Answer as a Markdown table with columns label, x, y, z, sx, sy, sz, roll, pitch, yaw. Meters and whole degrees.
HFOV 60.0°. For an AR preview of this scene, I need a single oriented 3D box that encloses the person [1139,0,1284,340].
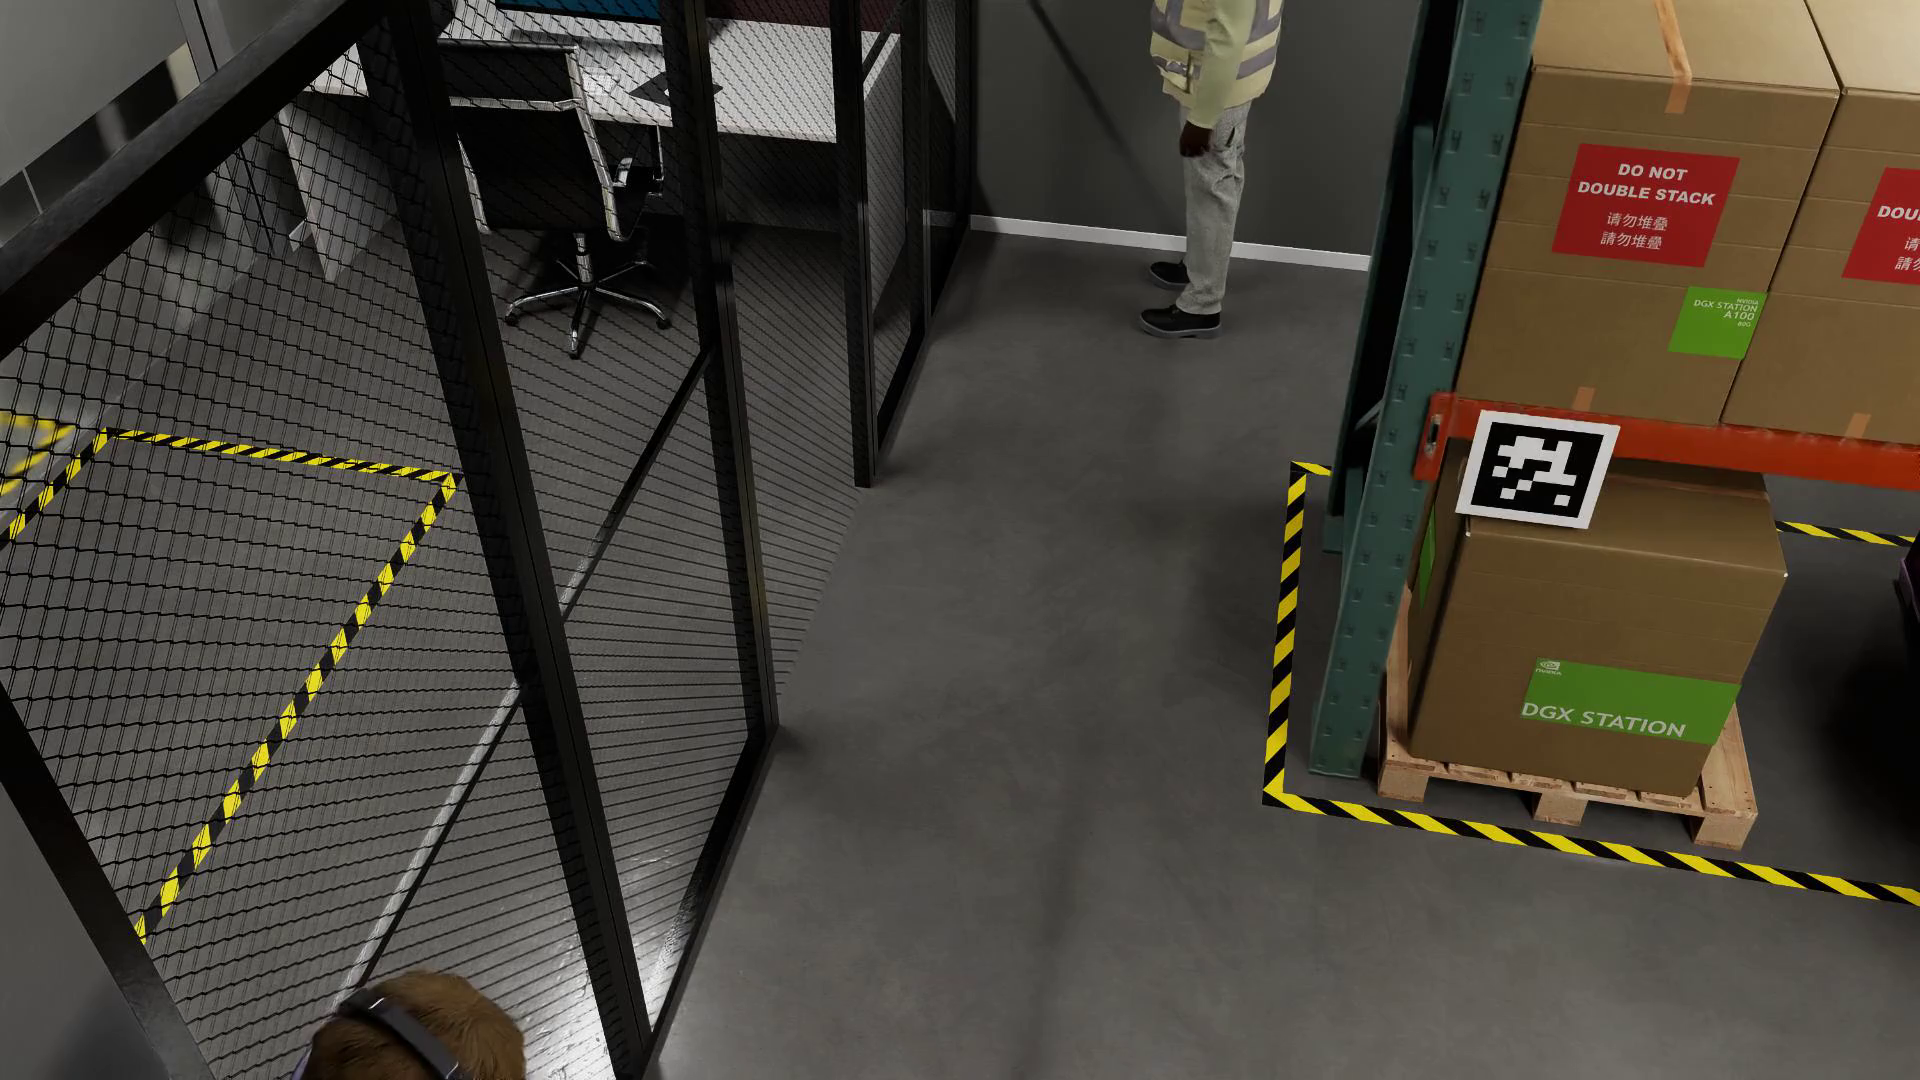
| label | x | y | z | sx | sy | sz | roll | pitch | yaw |
| --- | --- | --- | --- | --- | --- | --- | --- | --- | --- |
| person | 0.797 | -1.491 | 5.300 | 0.404 | 1.826 | 0.587 | 10 | 42 | 11 |

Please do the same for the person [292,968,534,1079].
| label | x | y | z | sx | sy | sz | roll | pitch | yaw |
| --- | --- | --- | --- | --- | --- | --- | --- | --- | --- |
| person | -0.513 | 1.158 | 2.165 | 0.628 | 1.940 | 0.377 | 20 | 45 | 22 |
